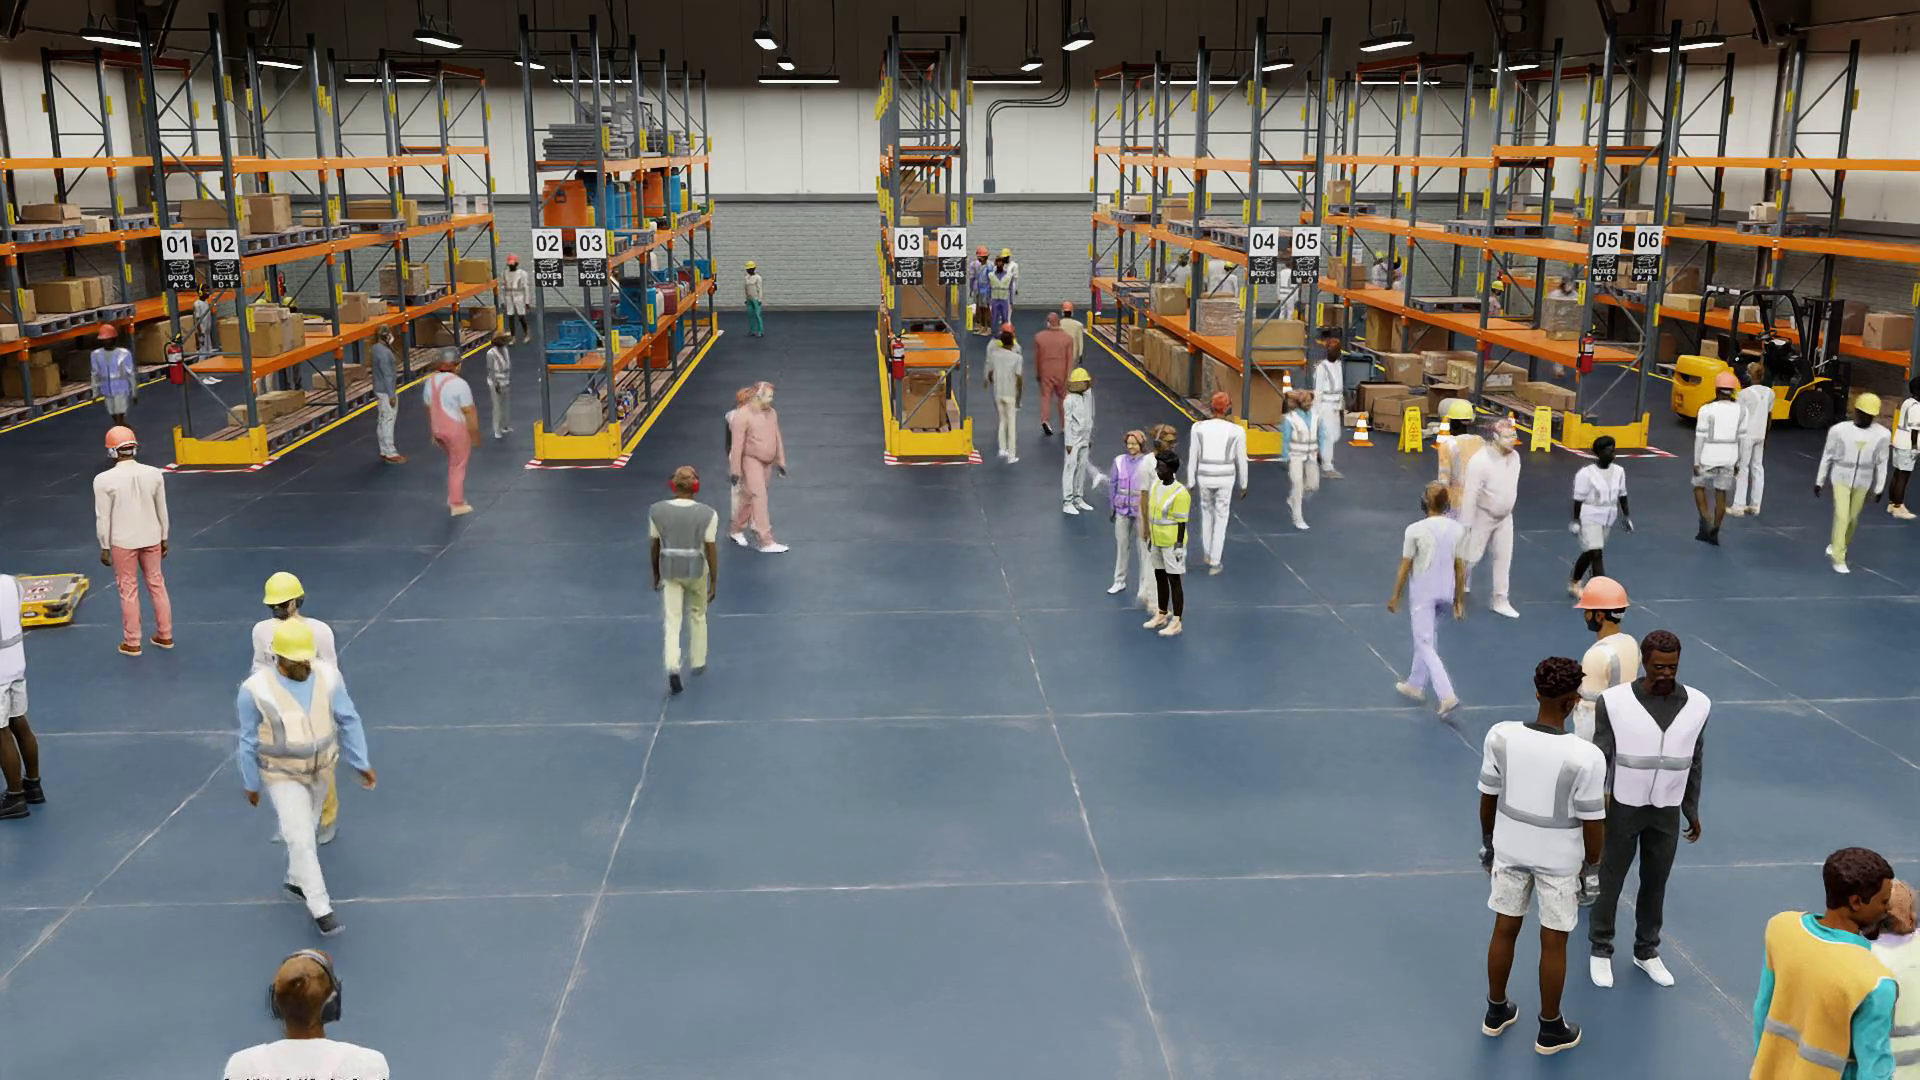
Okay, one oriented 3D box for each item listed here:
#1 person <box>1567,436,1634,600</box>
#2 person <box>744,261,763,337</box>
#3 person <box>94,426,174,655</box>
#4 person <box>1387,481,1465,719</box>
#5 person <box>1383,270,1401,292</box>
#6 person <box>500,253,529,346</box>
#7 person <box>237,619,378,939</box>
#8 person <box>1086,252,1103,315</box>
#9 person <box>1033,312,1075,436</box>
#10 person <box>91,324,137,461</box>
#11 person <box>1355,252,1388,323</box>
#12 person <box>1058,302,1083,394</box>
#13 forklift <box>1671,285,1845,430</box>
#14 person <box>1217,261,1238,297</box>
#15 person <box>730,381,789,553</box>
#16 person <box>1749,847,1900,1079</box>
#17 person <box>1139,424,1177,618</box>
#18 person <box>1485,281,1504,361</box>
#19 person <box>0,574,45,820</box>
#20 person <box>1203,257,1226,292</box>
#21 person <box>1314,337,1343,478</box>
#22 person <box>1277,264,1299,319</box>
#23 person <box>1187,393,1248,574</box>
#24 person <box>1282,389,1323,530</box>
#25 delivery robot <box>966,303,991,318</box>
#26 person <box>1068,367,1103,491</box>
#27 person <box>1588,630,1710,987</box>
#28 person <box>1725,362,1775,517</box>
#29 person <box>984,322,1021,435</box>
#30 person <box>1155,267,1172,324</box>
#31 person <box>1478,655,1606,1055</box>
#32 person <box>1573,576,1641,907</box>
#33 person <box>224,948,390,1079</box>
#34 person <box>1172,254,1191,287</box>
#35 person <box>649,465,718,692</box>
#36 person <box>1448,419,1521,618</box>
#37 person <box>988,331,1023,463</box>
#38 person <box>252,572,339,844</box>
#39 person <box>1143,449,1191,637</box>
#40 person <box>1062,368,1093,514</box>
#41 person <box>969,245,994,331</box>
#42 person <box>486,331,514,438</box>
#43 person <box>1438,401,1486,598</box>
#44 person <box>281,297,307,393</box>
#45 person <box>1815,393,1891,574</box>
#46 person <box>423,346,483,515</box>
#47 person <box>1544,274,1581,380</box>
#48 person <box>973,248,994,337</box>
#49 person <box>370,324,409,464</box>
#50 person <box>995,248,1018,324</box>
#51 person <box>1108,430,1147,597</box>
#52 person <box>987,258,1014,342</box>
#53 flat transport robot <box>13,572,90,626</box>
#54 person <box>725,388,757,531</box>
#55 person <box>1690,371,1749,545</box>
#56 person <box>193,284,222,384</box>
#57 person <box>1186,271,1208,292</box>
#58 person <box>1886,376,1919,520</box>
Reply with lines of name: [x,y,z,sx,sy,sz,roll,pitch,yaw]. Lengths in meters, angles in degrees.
person: [6.103,-0.171,15.805,0.545,1.643,0.865,-5,14,-22]
person: [-4.802,-5.567,38.478,0.532,1.754,0.342,10,16,36]
person: [-7.154,0.000,14.405,0.416,1.986,0.607,9,16,34]
person: [3.682,0.454,12.854,0.517,1.814,0.873,-5,14,-22]
person: [9.754,-5.338,37.854,0.876,1.578,0.511,-7,15,-26]
person: [-9.861,-5.324,36.831,0.642,2.039,0.453,2,13,8]
person: [-3.627,1.299,9.304,0.887,1.777,0.621,11,17,39]
person: [3.553,-6.722,43.615,0.284,1.633,0.501,-8,15,-29]
person: [1.419,-2.525,25.361,0.659,1.872,0.834,2,13,9]
person: [-11.960,-2.120,23.565,0.556,1.903,0.974,-1,13,-3]
person: [10.337,-6.263,41.352,0.607,1.780,0.931,-11,17,-38]
person: [1.842,-3.255,28.753,0.567,1.716,0.846,-1,13,-3]
forklift: [12.503,-2.886,26.166,2.313,2.155,1.214,-1,13,-3]
person: [6.187,-5.562,38.411,0.524,1.772,0.311,10,17,36]
person: [-2.225,-0.814,18.142,0.868,1.859,0.651,6,15,25]
person: [3.086,2.015,6.003,0.398,1.915,0.588,-3,14,-12]
person: [1.847,-0.182,15.485,0.421,1.835,0.519,12,18,42]
person: [10.486,-4.213,32.720,0.321,1.761,0.522,6,15,25]
person: [-6.292,0.865,10.822,0.362,1.935,0.553,-1,13,-3]
person: [6.301,-6.155,40.743,0.685,1.869,0.594,1,13,3]
person: [4.840,-1.768,22.118,0.601,1.869,0.583,10,17,36]
person: [7.500,-5.536,38.084,0.345,1.875,0.598,-9,16,-34]
person: [2.699,-0.615,17.262,0.600,1.854,0.788,5,14,21]
person: [3.920,-0.945,19.146,0.539,1.624,0.423,-6,15,-24]
delivery robot: [0.418,-5.748,41.591,0.707,0.478,0.477,2,14,10]
person: [1.557,-1.382,21.028,0.546,1.614,0.511,8,15,31]
person: [3.558,1.385,8.663,0.597,1.918,0.382,0,13,-2]
person: [9.371,-1.189,19.727,0.516,1.842,0.325,-4,14,-16]
person: [0.658,-2.512,25.597,0.575,1.719,0.739,1,13,5]
person: [4.646,-5.479,38.334,0.515,1.641,0.315,11,17,39]
person: [2.804,1.508,8.039,0.613,1.963,0.361,12,18,42]
person: [3.672,1.157,9.619,0.383,1.926,0.549,12,18,42]
person: [-2.085,2.211,5.389,0.528,1.825,0.412,-1,13,-6]
person: [5.388,-6.050,40.420,0.550,1.812,0.986,-5,14,-19]
person: [-2.243,0.298,13.504,0.572,1.816,0.880,0,13,-2]
person: [4.923,-0.241,15.668,0.655,1.877,0.834,-8,15,-29]
person: [0.643,-1.999,23.221,0.528,1.828,0.597,5,14,19]
person: [-4.152,1.052,10.403,0.533,1.767,0.325,1,13,2]
person: [1.861,0.018,14.945,0.319,1.694,0.533,-7,15,-26]
person: [1.420,-1.192,19.948,0.284,1.746,0.492,10,16,36]
person: [0.517,-5.990,39.646,0.608,2.040,0.394,-2,13,-8]
person: [-6.942,-2.373,25.248,0.347,1.616,0.677,4,14,18]
person: [4.826,-0.396,16.189,0.586,1.927,0.369,-8,16,-31]
person: [-11.817,-3.424,29.409,0.289,1.746,0.487,8,15,29]
person: [9.285,-0.639,17.339,0.624,1.884,0.843,4,14,15]
person: [-5.997,-1.331,19.907,0.686,2.000,0.610,10,16,35]
person: [11.431,-4.053,31.436,0.695,2.000,1.029,0,13,0]
person: [0.537,-5.744,38.596,0.373,2.043,0.614,-7,15,-27]
person: [-7.958,-2.034,23.102,0.372,1.940,0.632,-8,15,-31]
person: [1.133,-6.225,40.935,0.622,1.902,0.461,4,14,16]
person: [1.697,-0.264,16.244,0.511,1.641,0.308,7,15,27]
person: [0.899,-5.364,37.254,0.596,1.917,0.372,1,13,5]
flat transport robot: [-8.713,0.546,15.744,0.652,0.197,1.431,-5,14,-19]
person: [-2.450,-0.915,19.011,0.517,1.636,0.314,7,15,28]
person: [8.343,-0.900,18.321,0.557,1.922,0.396,1,13,5]
person: [-13.993,-3.816,30.830,0.320,1.861,0.514,-1,13,-3]
person: [5.471,-5.553,38.255,0.511,1.832,0.863,-3,14,-12]
person: [11.226,-1.102,19.681,0.322,1.693,0.535,4,14,18]
